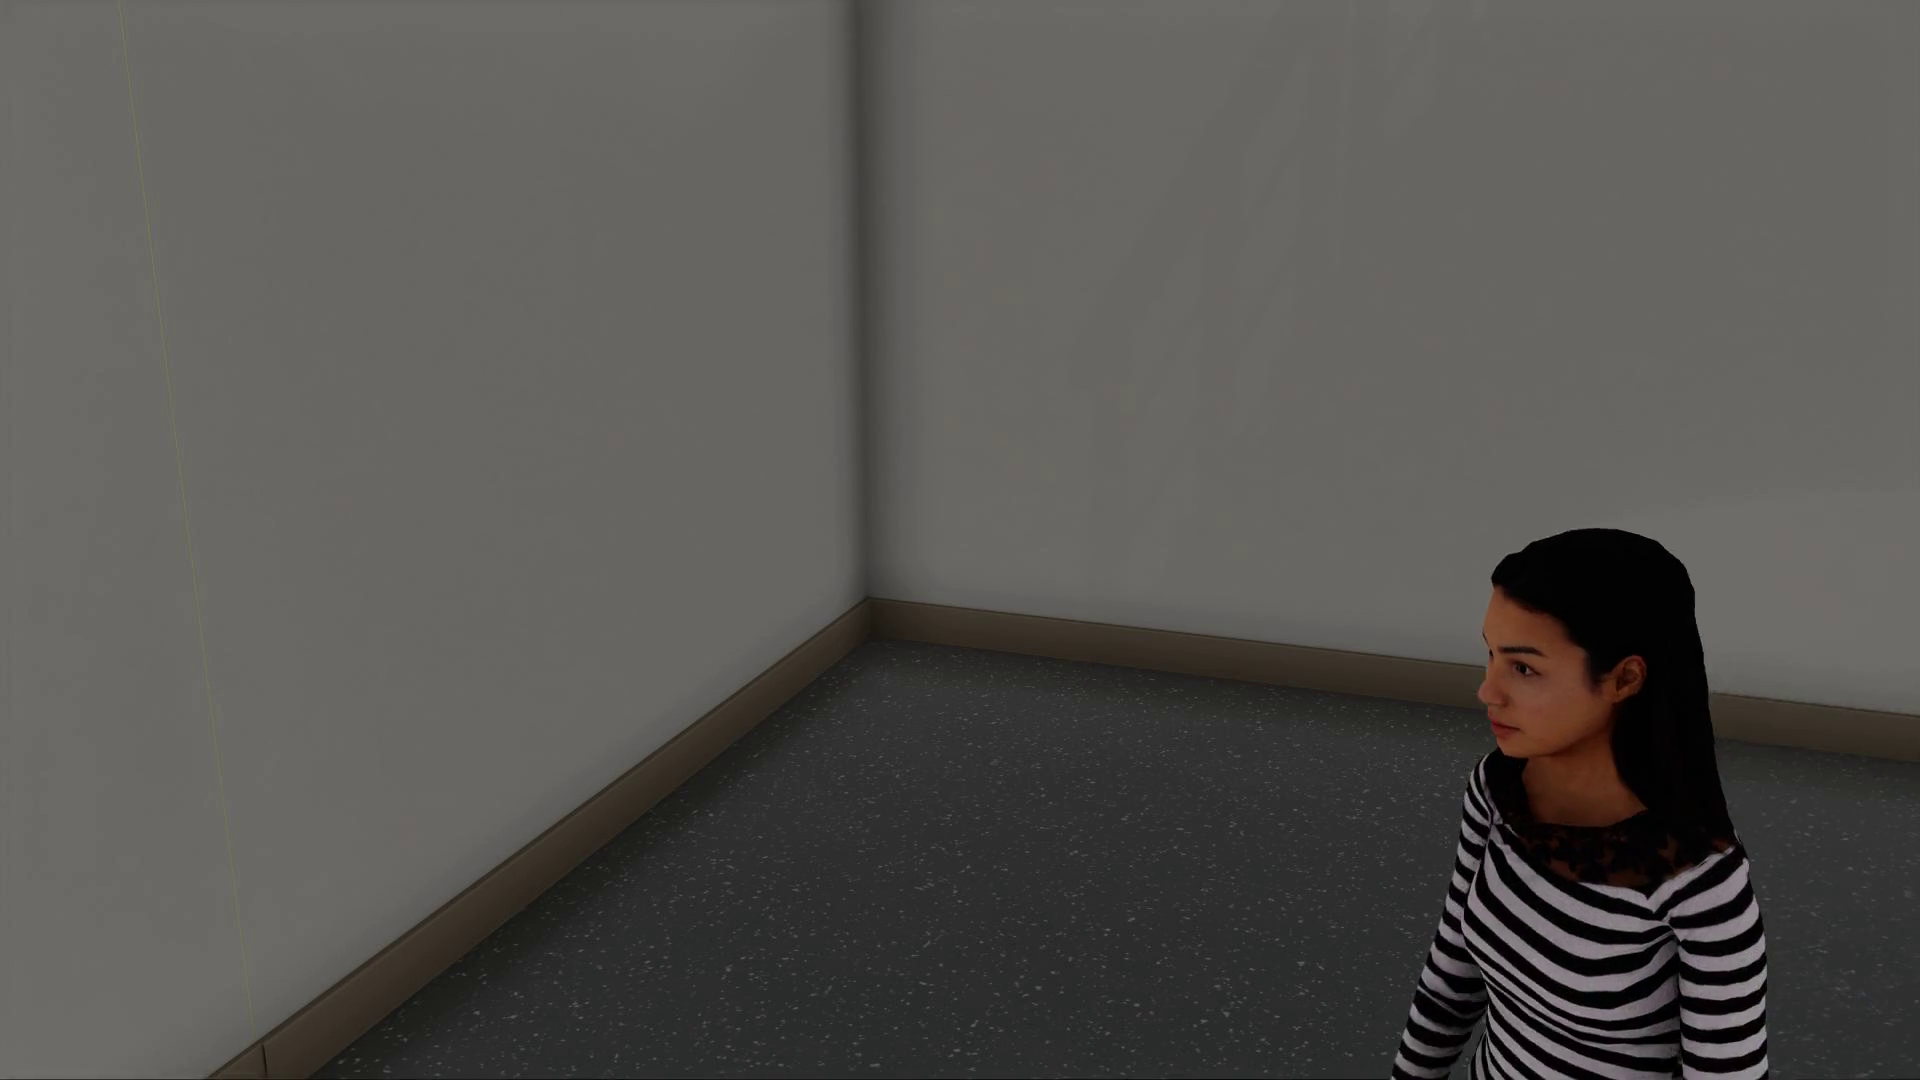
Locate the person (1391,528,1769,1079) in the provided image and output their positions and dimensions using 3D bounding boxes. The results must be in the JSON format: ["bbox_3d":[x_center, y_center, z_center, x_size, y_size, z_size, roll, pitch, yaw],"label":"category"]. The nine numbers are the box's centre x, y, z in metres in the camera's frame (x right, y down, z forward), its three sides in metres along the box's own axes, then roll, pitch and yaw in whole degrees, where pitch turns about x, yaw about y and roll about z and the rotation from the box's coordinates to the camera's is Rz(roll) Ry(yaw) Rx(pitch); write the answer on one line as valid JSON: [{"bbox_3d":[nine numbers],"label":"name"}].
[{"bbox_3d":[0.821,0.856,2.029,1.011,1.760,1.006,-5,17,-17],"label":"person"}]
